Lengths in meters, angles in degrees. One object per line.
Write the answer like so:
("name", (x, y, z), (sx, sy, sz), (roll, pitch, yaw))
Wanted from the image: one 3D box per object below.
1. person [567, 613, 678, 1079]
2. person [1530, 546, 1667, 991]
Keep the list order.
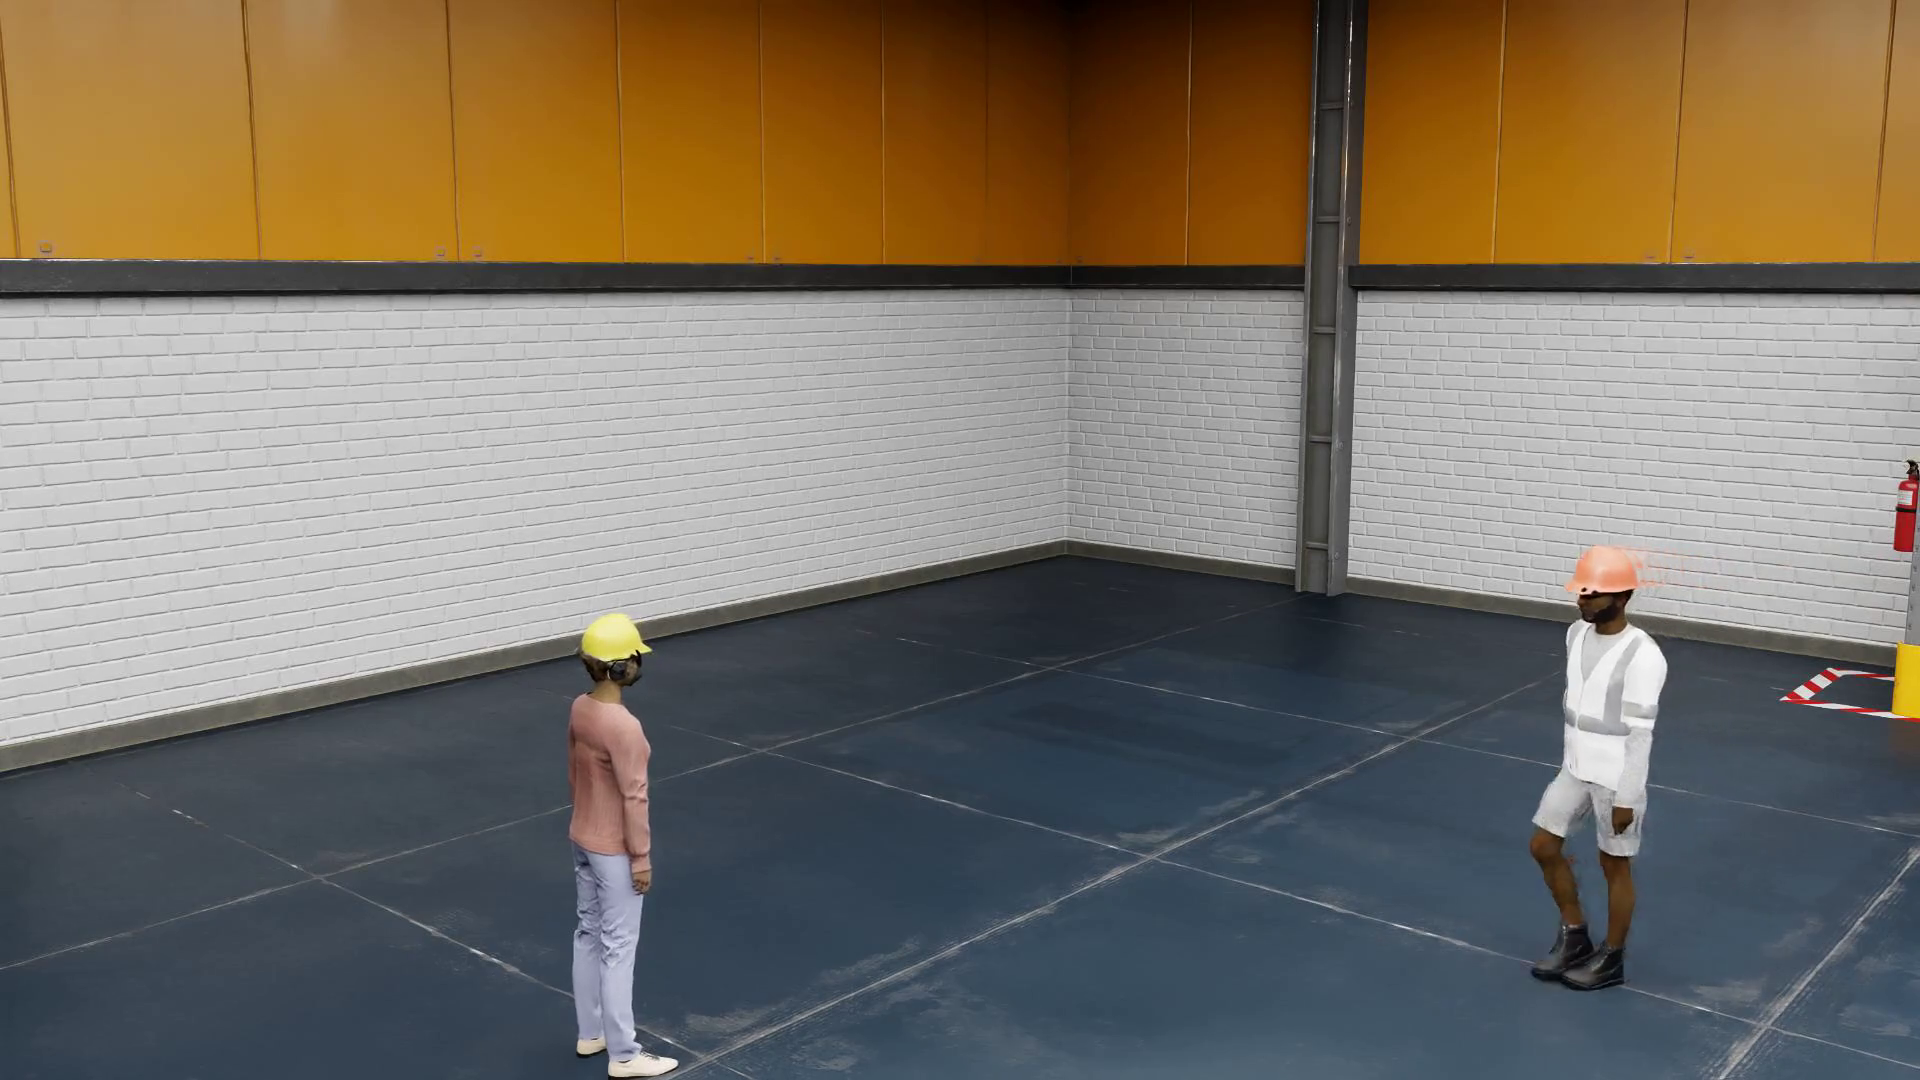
("person", (-1.311, 1.152, 6.334), (0.327, 1.770, 0.526), (-7, 11, -36))
("person", (2.634, 0.974, 6.967), (0.528, 1.919, 0.580), (-3, 10, -18))
